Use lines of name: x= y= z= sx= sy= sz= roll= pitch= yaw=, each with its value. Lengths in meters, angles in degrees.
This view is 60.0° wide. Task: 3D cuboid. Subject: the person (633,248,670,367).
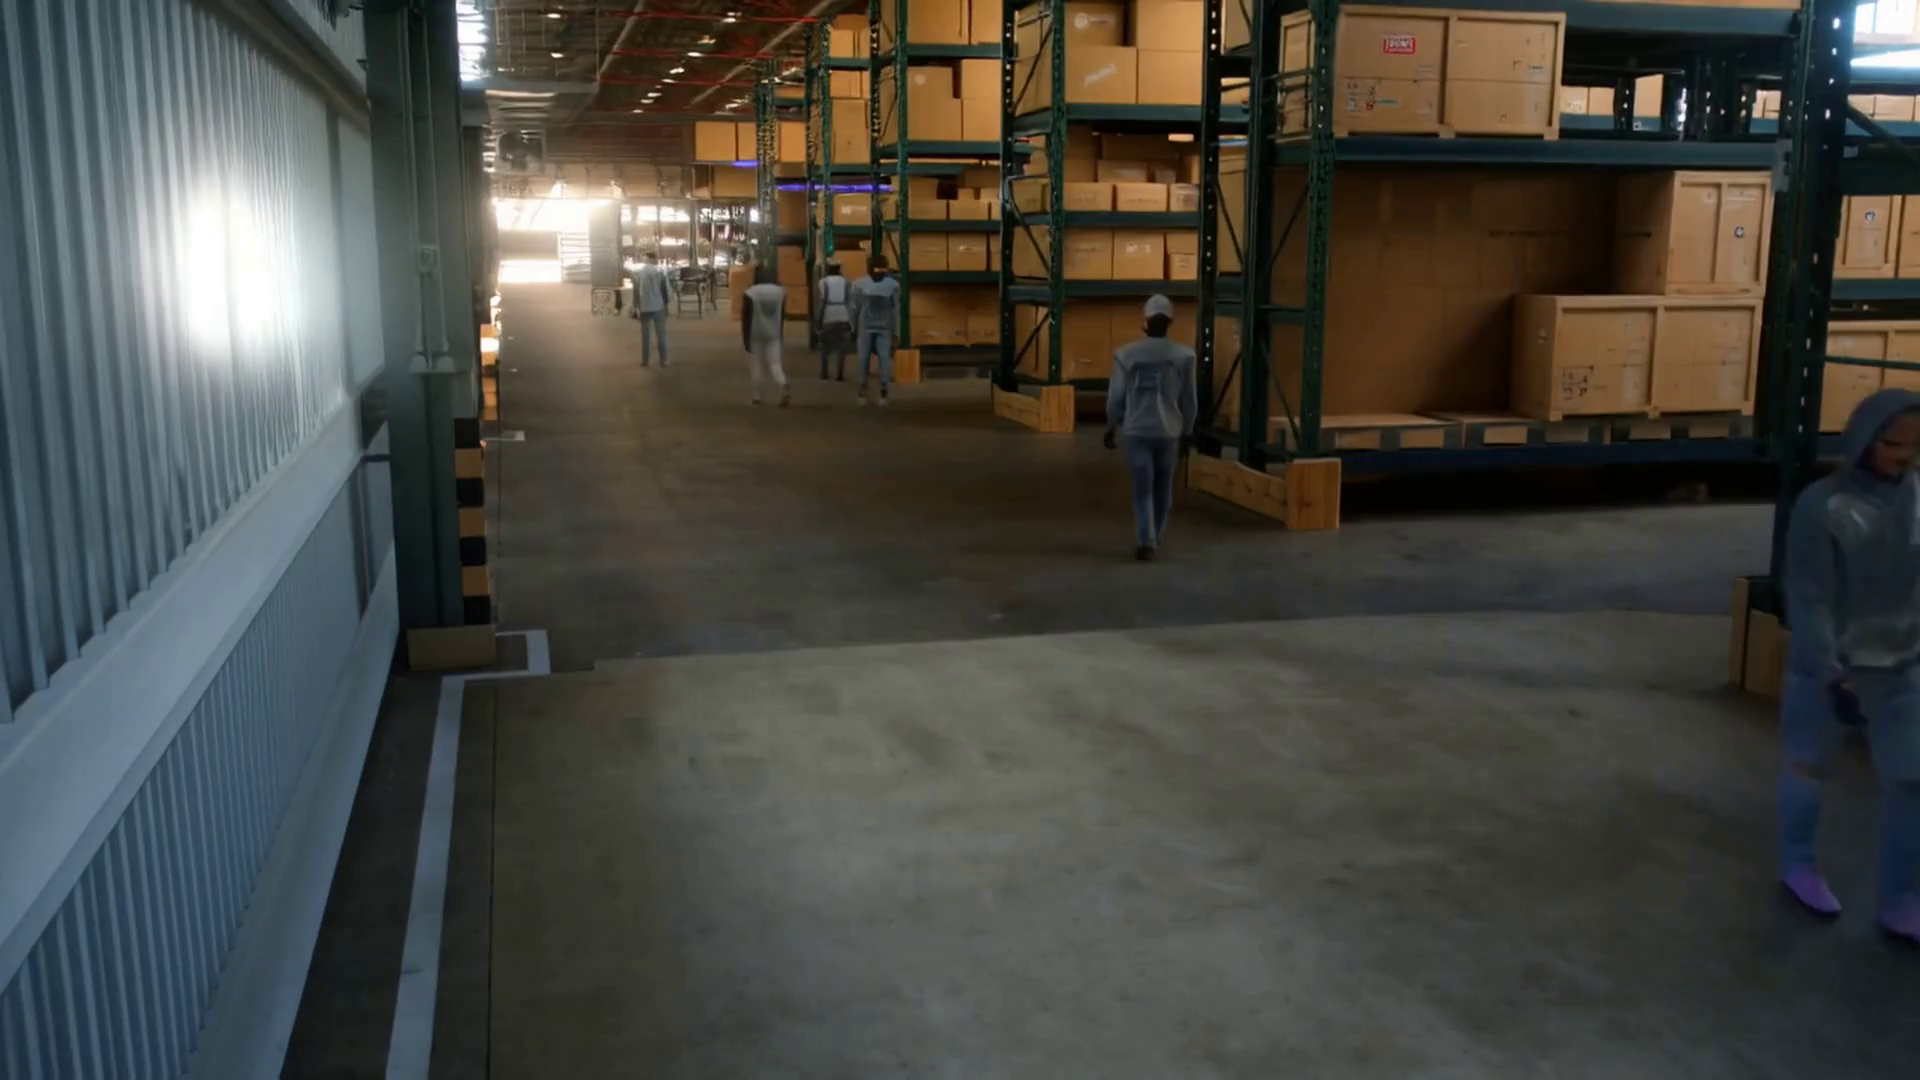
person: x=-5.187 y=-3.906 z=27.992 sx=0.613 sy=1.997 sz=0.374 roll=-3 pitch=11 yaw=-18

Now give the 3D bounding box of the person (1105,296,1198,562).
person: x=1.242 y=-0.730 z=10.834 sx=0.570 sy=1.707 sz=0.893 roll=0 pitch=10 yaw=-1

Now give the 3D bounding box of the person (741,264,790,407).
person: x=-2.436 y=-2.552 z=20.861 sx=0.625 sy=1.813 sz=0.786 roll=-6 pitch=12 yaw=-32

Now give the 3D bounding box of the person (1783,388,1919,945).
person: x=2.672 y=0.376 z=4.819 sx=0.535 sy=1.605 sz=0.744 roll=-1 pitch=10 yaw=-7

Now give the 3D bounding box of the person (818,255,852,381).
person: x=-1.915 y=-3.379 z=25.316 sx=0.563 sy=1.880 sz=1.003 roll=-3 pitch=10 yaw=-17

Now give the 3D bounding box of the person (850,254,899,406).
person: x=-1.082 y=-2.659 z=21.137 sx=0.625 sy=1.929 sz=0.381 roll=-1 pitch=10 yaw=-8
